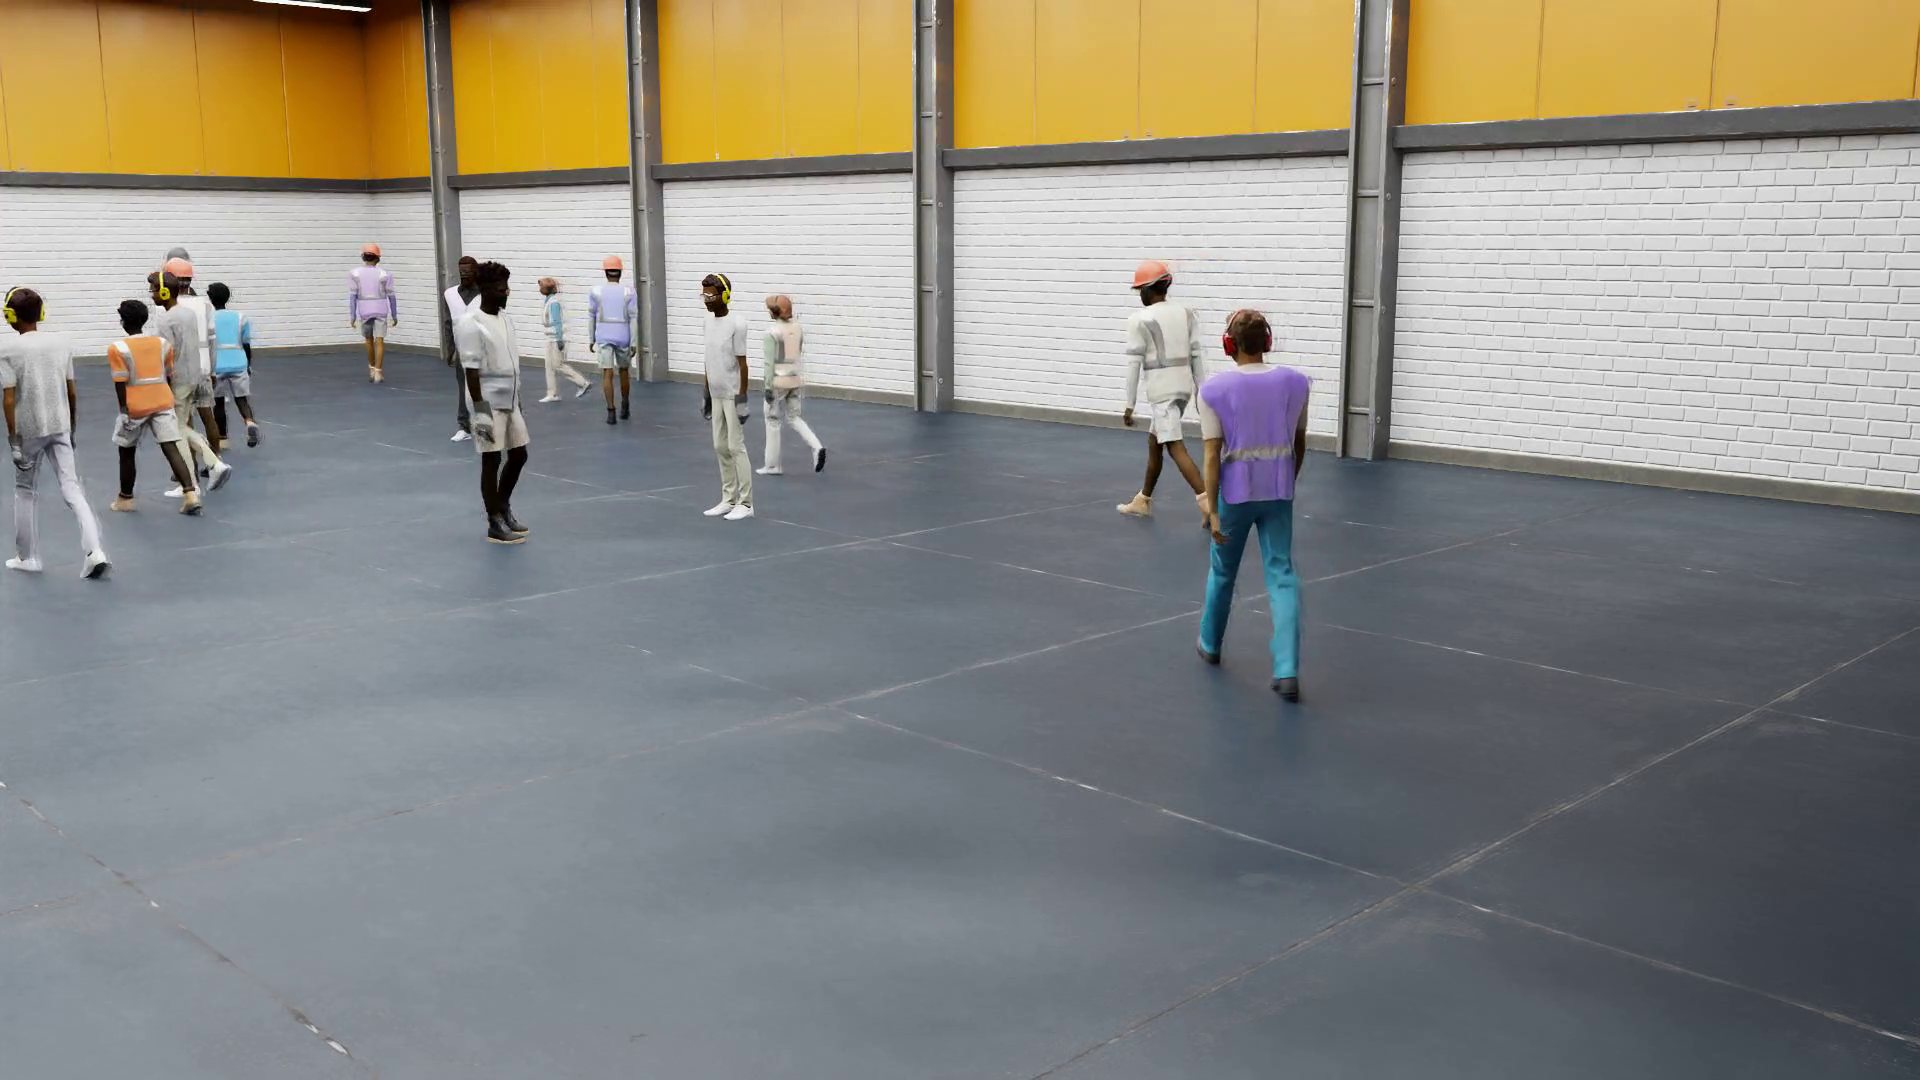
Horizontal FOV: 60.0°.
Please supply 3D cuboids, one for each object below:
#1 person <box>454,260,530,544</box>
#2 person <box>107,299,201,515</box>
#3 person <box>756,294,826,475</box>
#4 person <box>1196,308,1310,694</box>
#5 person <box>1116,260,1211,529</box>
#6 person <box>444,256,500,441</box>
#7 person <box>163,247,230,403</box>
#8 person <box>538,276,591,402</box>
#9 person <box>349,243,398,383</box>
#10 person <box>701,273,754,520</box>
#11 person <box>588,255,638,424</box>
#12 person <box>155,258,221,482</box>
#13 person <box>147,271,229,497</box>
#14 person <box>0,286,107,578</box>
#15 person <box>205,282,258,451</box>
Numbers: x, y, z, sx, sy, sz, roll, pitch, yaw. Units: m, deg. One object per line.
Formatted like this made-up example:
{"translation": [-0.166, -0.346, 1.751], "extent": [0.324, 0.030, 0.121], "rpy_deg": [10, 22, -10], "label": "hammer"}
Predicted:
{"translation": [-3.211, -0.957, 11.568], "extent": [0.409, 1.963, 0.655], "rpy_deg": [4, 11, 18], "label": "person"}
{"translation": [-6.185, -1.004, 12.698], "extent": [0.845, 1.653, 0.536], "rpy_deg": [8, 13, 36], "label": "person"}
{"translation": [-1.524, -1.361, 14.687], "extent": [0.622, 1.619, 0.524], "rpy_deg": [7, 13, 35], "label": "person"}
{"translation": [1.391, -0.196, 7.910], "extent": [0.569, 1.791, 1.001], "rpy_deg": [-1, 10, -6], "label": "person"}
{"translation": [1.572, -1.069, 12.232], "extent": [0.623, 1.969, 1.086], "rpy_deg": [-8, 13, -37], "label": "person"}
{"translation": [-5.048, -1.981, 17.277], "extent": [0.590, 1.920, 0.398], "rpy_deg": [1, 10, 5], "label": "person"}
{"translation": [-9.811, -2.689, 20.809], "extent": [1.016, 2.000, 0.694], "rpy_deg": [-4, 11, -19], "label": "person"}
{"translation": [-5.098, -2.562, 21.268], "extent": [0.557, 1.614, 0.546], "rpy_deg": [-5, 12, -26], "label": "person"}
{"translation": [-8.557, -3.318, 24.339], "extent": [0.626, 2.000, 0.949], "rpy_deg": [-2, 11, -9], "label": "person"}
{"translation": [-1.765, -1.066, 12.499], "extent": [0.363, 1.850, 0.495], "rpy_deg": [-9, 14, -42], "label": "person"}
{"translation": [-3.974, -2.303, 19.098], "extent": [0.564, 1.895, 0.958], "rpy_deg": [-2, 11, -11], "label": "person"}
{"translation": [-6.720, -1.472, 14.451], "extent": [0.370, 1.935, 0.552], "rpy_deg": [6, 12, 28], "label": "person"}
{"translation": [-6.306, -1.252, 13.498], "extent": [0.441, 1.847, 0.535], "rpy_deg": [1, 10, 5], "label": "person"}
{"translation": [-5.701, -0.662, 10.381], "extent": [0.955, 1.821, 0.519], "rpy_deg": [8, 13, 38], "label": "person"}
{"translation": [-7.197, -1.695, 16.348], "extent": [0.543, 1.682, 0.627], "rpy_deg": [-9, 14, -40], "label": "person"}
